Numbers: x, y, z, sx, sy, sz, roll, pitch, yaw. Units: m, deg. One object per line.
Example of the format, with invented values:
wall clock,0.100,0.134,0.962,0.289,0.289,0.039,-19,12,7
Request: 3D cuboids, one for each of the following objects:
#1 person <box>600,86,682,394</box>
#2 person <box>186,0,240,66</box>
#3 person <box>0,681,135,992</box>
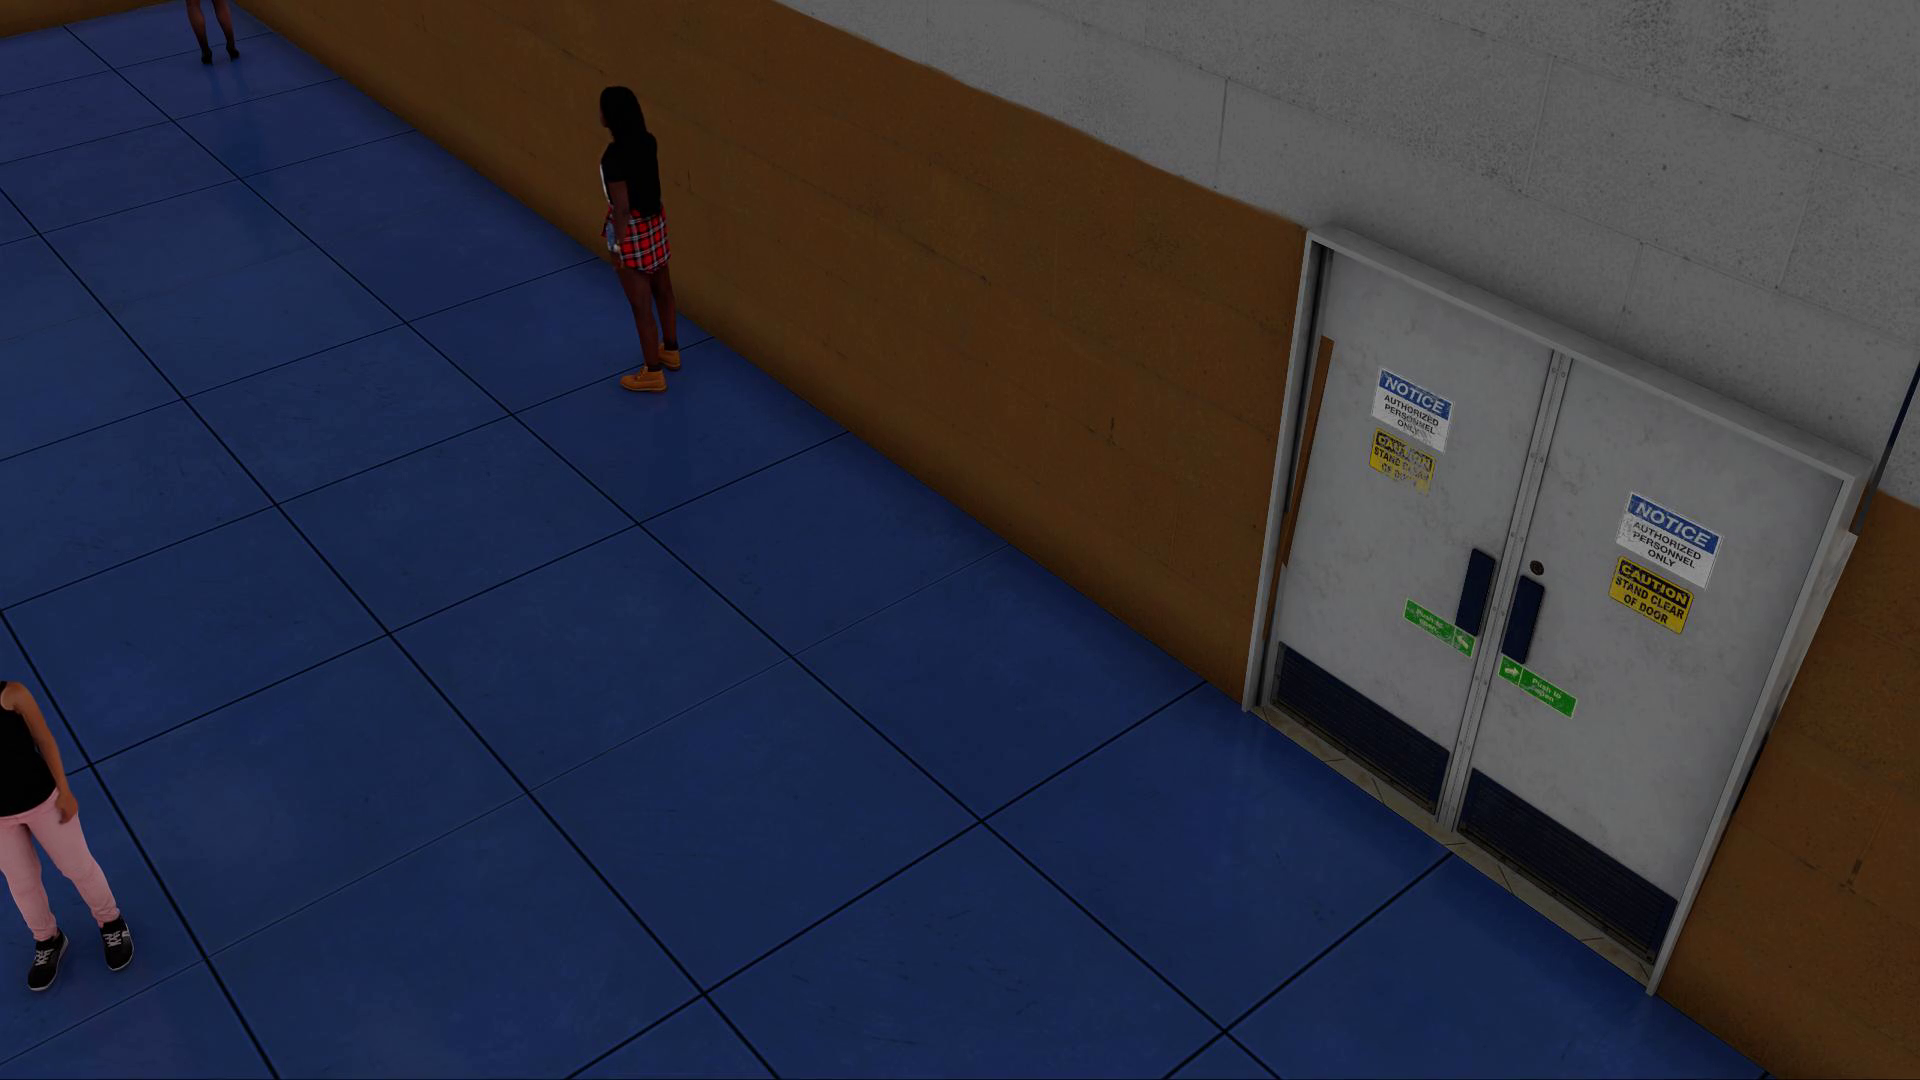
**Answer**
person,-1.731,-1.625,8.999,0.774,1.729,0.690,11,38,14
person,-5.968,-4.551,12.902,0.494,1.706,0.682,-18,41,-23
person,-3.264,0.907,5.760,0.551,1.565,0.655,-12,38,-15
